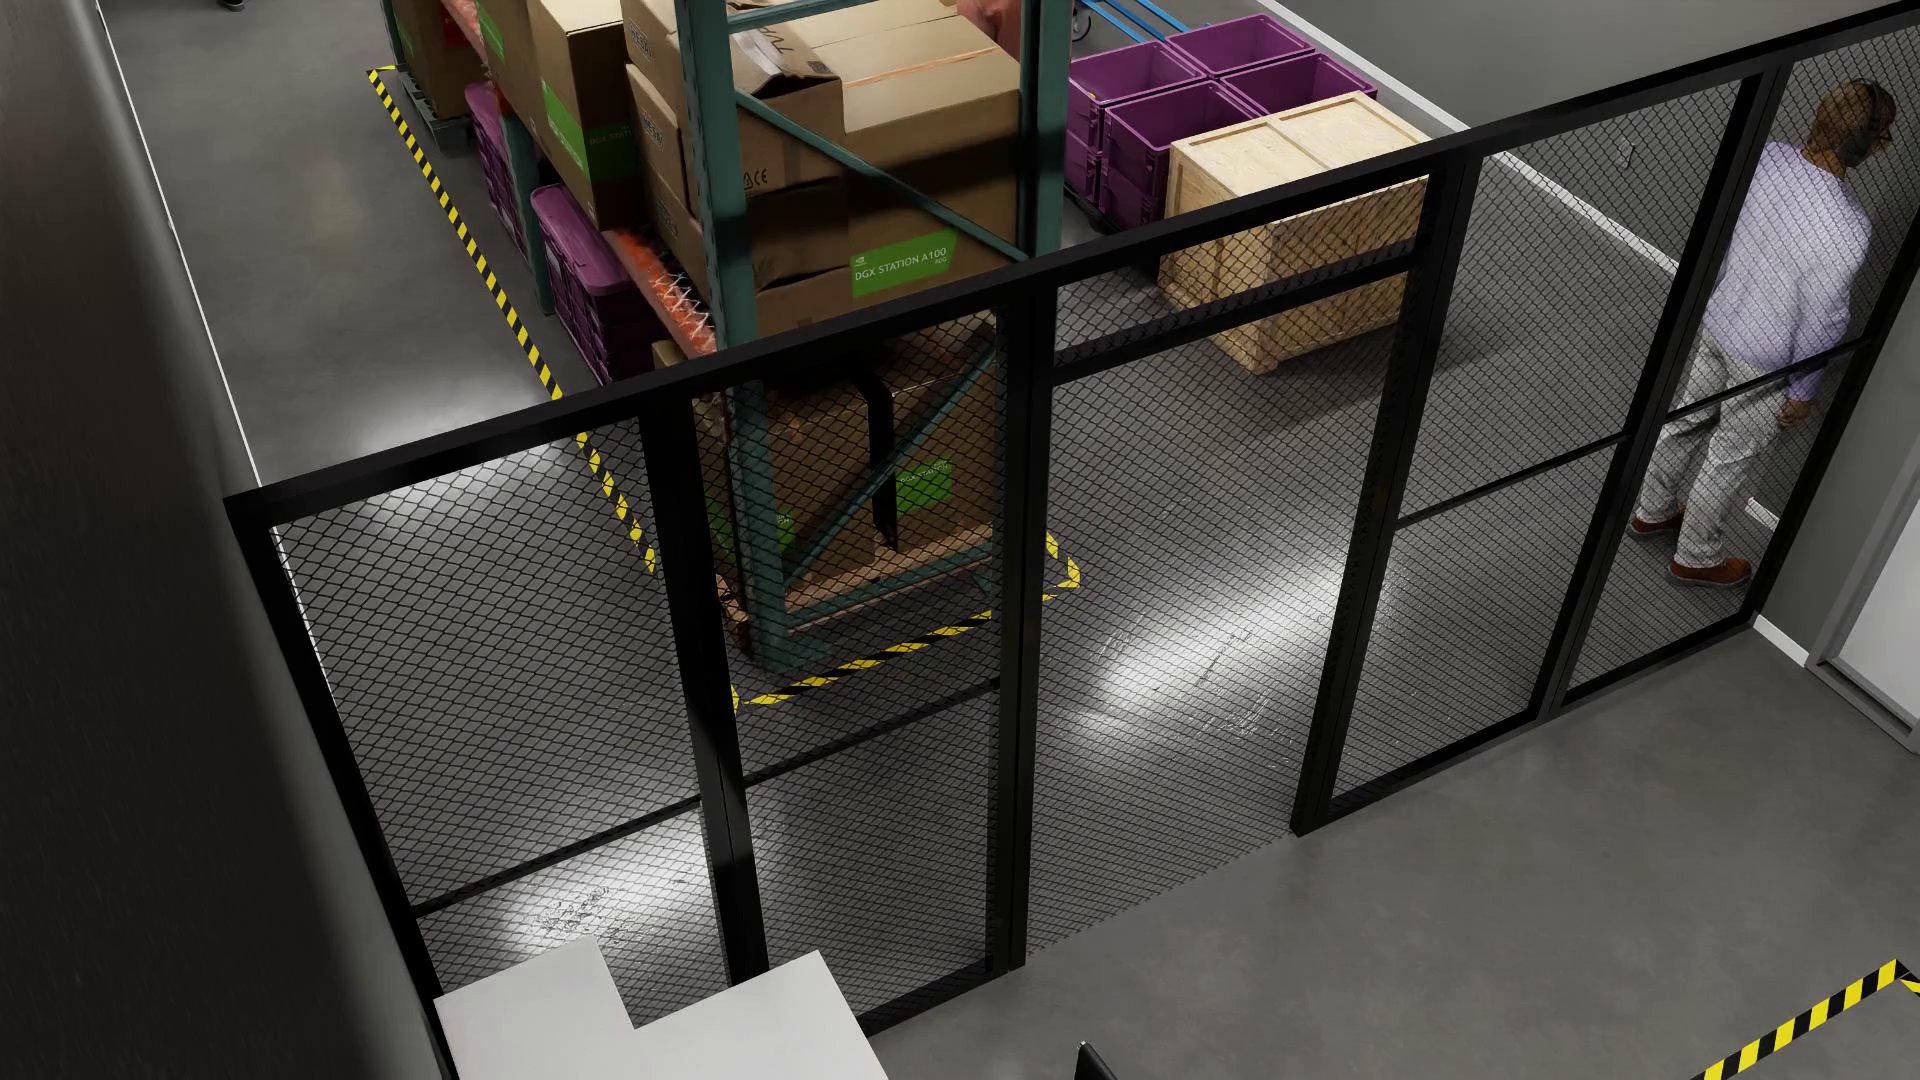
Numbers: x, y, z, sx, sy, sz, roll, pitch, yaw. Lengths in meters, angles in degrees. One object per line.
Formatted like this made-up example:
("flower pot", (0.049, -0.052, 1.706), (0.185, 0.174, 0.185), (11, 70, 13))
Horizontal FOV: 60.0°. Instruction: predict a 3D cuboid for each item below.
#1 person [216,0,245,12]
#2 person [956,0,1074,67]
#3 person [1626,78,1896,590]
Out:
("person", (-4.206, -3.894, 9.280), (0.586, 1.837, 0.403), (-25, 48, -25))
("person", (0.199, -1.821, 6.897), (0.623, 1.992, 0.396), (-32, 51, -30))
("person", (2.725, -0.666, 5.678), (0.372, 1.935, 0.631), (-8, 43, -9))
